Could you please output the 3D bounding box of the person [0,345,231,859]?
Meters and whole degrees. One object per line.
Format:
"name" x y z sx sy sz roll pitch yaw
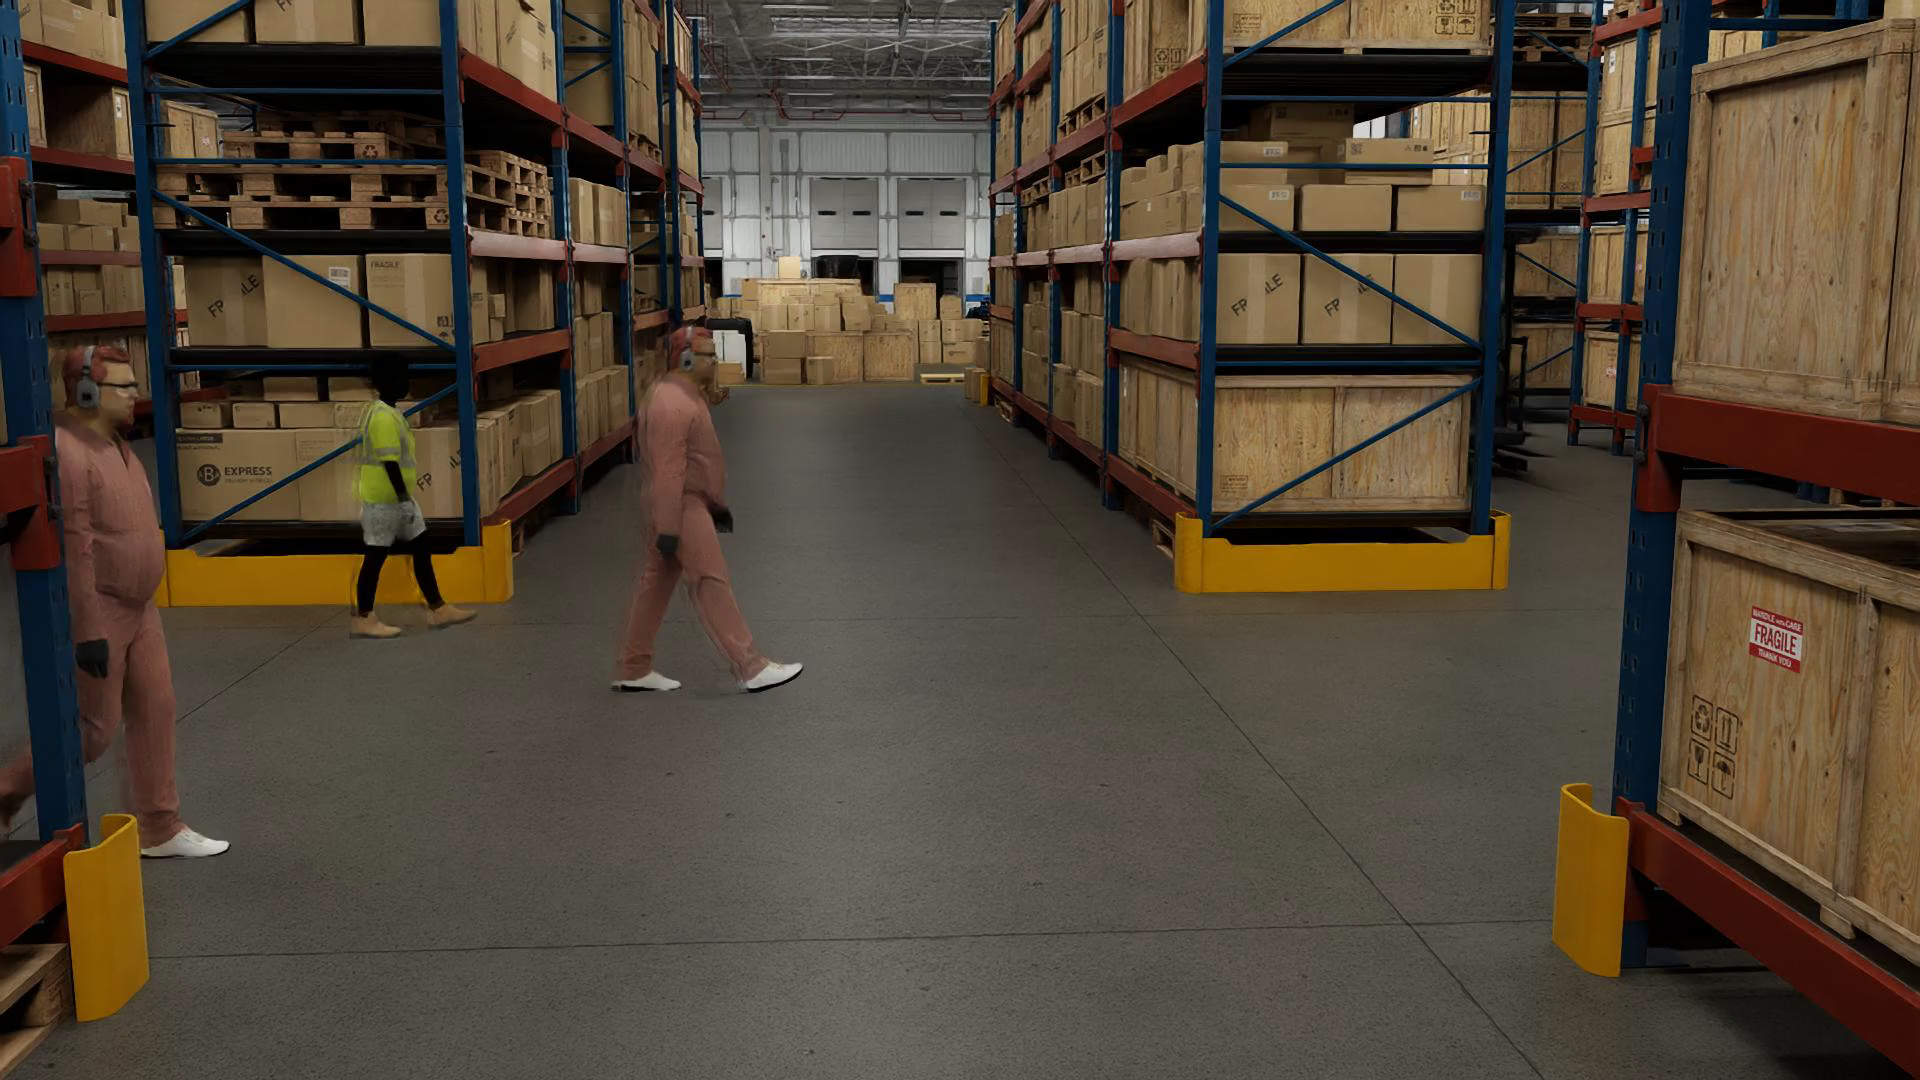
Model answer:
"person" -3.092 0.258 5.841 0.763 1.880 0.651 -1 9 -4

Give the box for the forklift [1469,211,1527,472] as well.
"forklift" 5.392 -2.225 18.304 1.129 2.768 1.873 -1 9 -4

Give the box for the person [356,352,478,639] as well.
"person" -3.188 -0.249 9.666 0.771 1.663 0.555 -2 9 -11

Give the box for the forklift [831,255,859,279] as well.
"forklift" -3.984 -8.555 58.051 1.129 2.768 1.873 -5 10 -30

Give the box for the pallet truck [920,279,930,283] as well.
"pallet truck" -0.932 -8.922 63.114 1.885 1.965 0.823 2 9 13

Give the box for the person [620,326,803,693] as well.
"person" -1.288 -0.138 8.374 0.963 1.857 0.664 -2 9 -9
